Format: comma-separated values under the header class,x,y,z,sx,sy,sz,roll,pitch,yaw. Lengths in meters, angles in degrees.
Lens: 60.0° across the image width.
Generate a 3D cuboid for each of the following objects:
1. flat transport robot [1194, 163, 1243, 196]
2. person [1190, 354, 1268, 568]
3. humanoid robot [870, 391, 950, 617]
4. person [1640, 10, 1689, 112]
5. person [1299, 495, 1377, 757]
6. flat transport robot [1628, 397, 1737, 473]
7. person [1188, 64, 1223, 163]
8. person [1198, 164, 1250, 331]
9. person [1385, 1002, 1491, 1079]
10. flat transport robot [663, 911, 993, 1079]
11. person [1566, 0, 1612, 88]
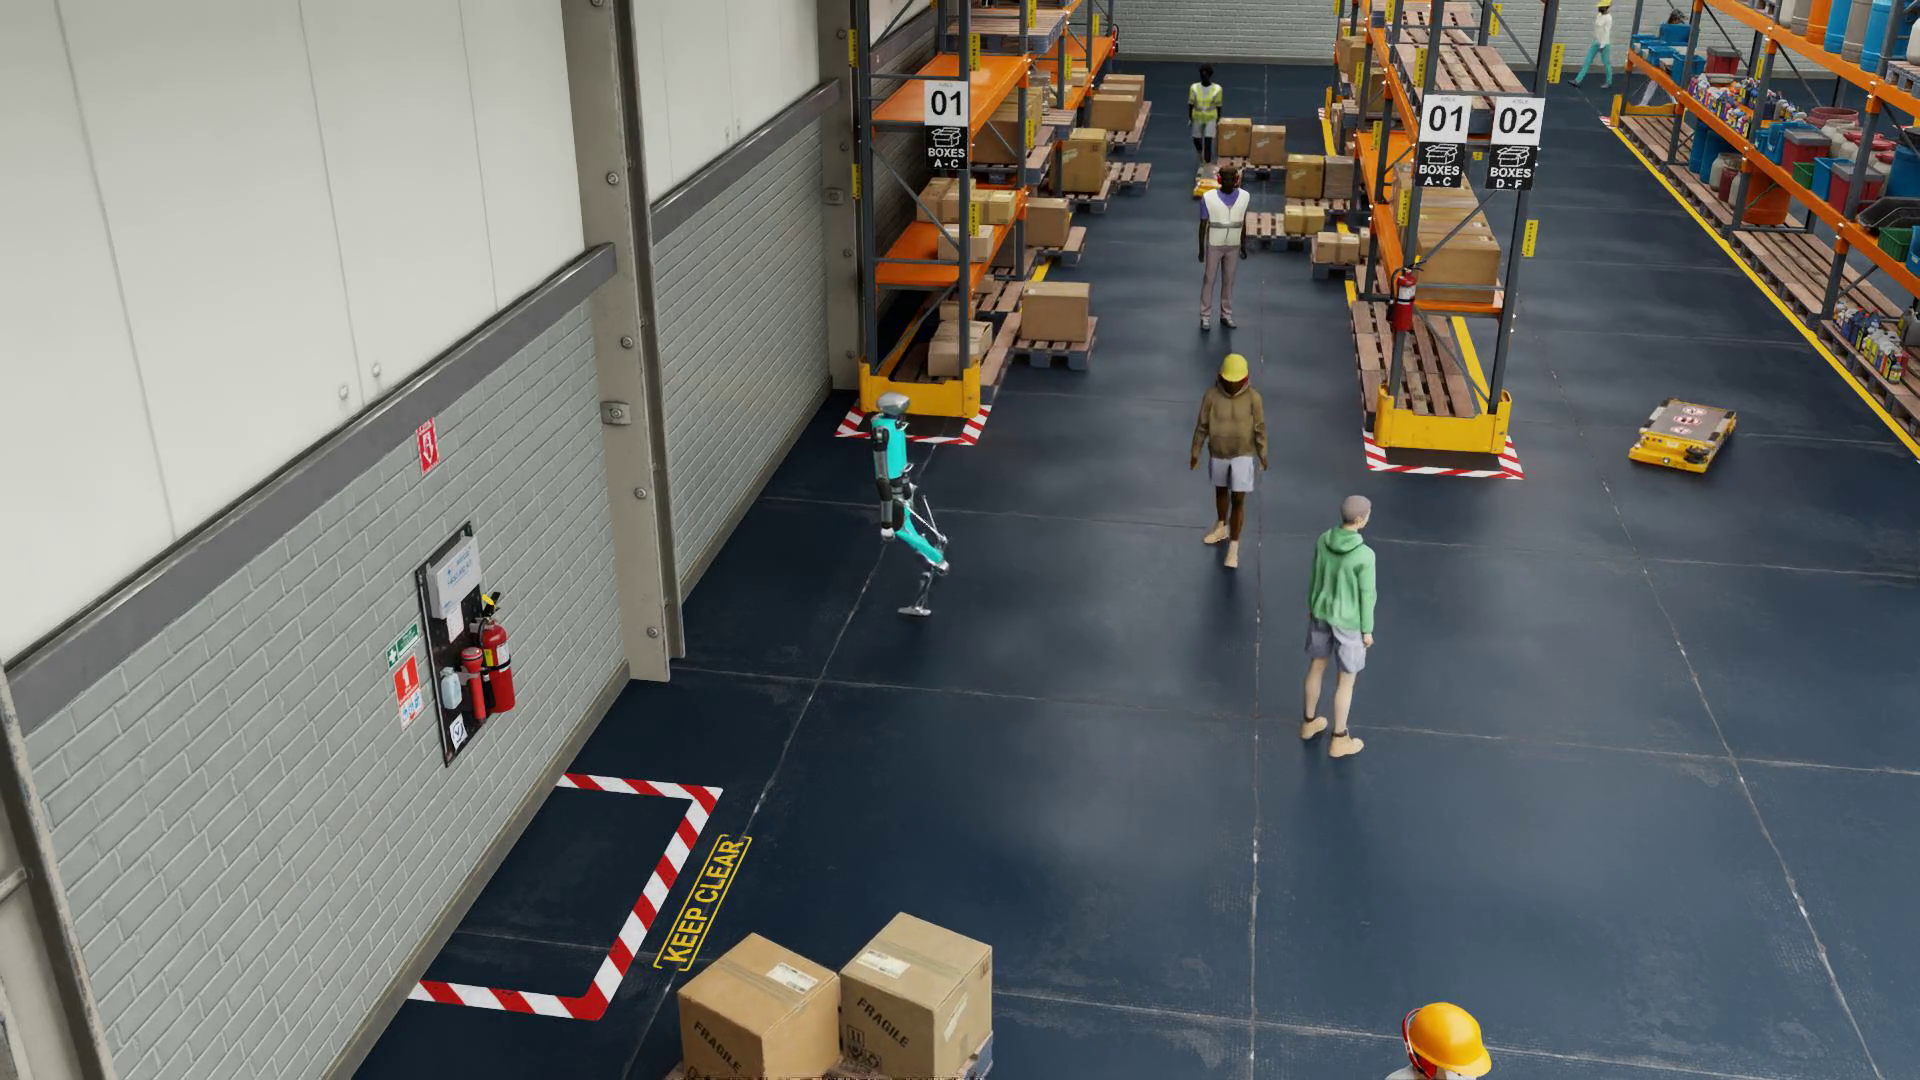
class,x,y,z,sx,sy,sz,roll,pitch,yaw
flat transport robot,3.872,-5.376,24.865,0.659,0.231,1.431,5,25,10
person,2.106,-0.658,13.072,0.592,1.713,0.755,8,26,17
humanoid robot,-0.282,-0.158,12.051,0.737,1.869,0.539,6,26,12
person,12.806,-8.580,29.889,0.943,1.813,0.549,13,28,25
person,2.380,0.533,10.488,0.312,1.734,0.483,-19,31,-35
flat transport robot,6.742,-0.987,15.470,0.659,0.231,1.431,16,29,30
person,3.768,-6.485,25.573,0.541,1.672,0.584,9,26,18
person,2.910,-3.255,18.461,0.571,1.843,0.376,-6,26,-14
person,1.674,2.477,6.152,0.570,1.890,0.377,-17,30,-32
flat transport robot,-0.611,2.650,7.685,0.659,0.231,1.431,12,27,23
person,12.352,-9.613,32.207,0.938,1.715,0.539,-5,25,-10
